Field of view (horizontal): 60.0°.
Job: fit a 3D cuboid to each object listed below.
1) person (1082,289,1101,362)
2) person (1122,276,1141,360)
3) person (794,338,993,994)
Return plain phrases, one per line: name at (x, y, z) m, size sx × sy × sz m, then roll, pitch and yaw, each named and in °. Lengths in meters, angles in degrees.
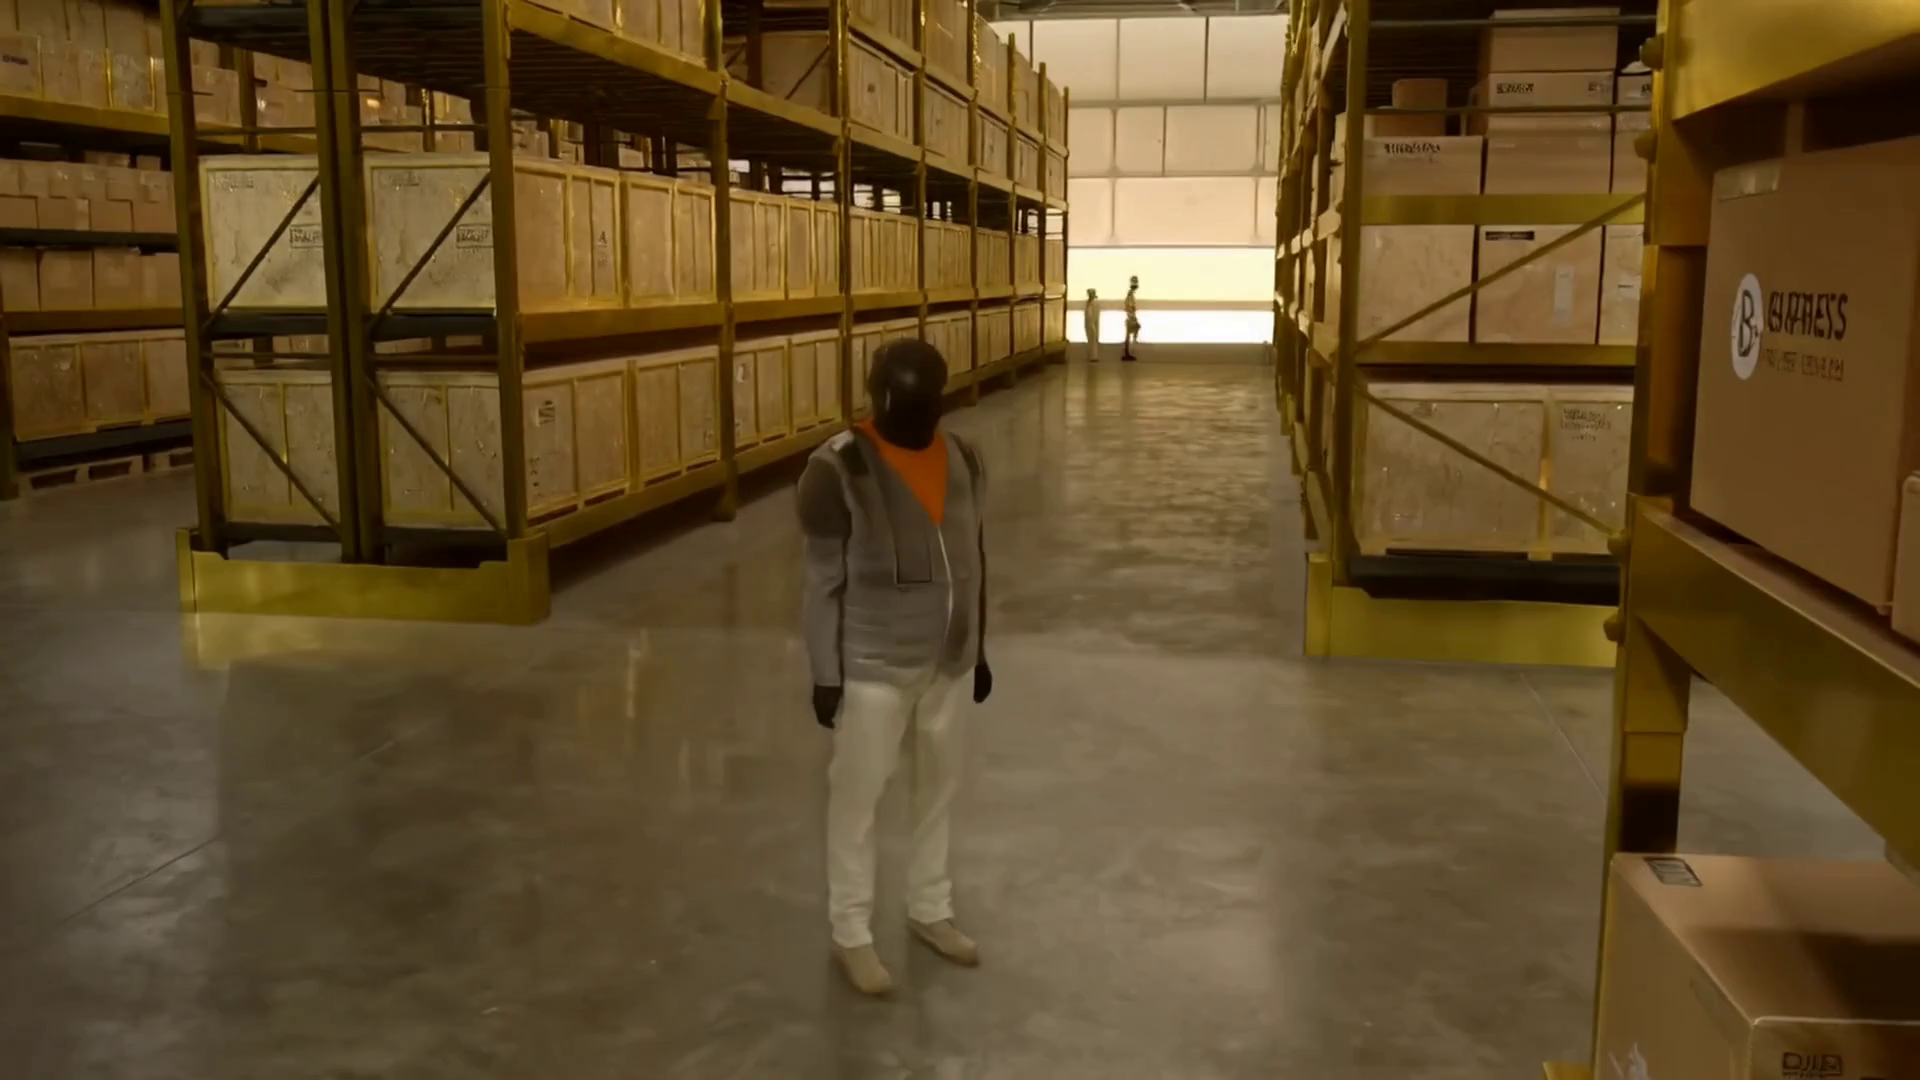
person at (2.975, -4.823, 37.452) m, size 0.309 × 1.640 × 0.513 m, roll -6°, pitch 11°, yaw -34°
person at (3.944, -5.064, 38.082) m, size 0.510 × 1.915 × 0.541 m, roll 1°, pitch 9°, yaw 6°
person at (-0.155, 0.348, 4.748) m, size 0.634 × 1.839 × 0.429 m, roll -7°, pitch 11°, yaw -37°
